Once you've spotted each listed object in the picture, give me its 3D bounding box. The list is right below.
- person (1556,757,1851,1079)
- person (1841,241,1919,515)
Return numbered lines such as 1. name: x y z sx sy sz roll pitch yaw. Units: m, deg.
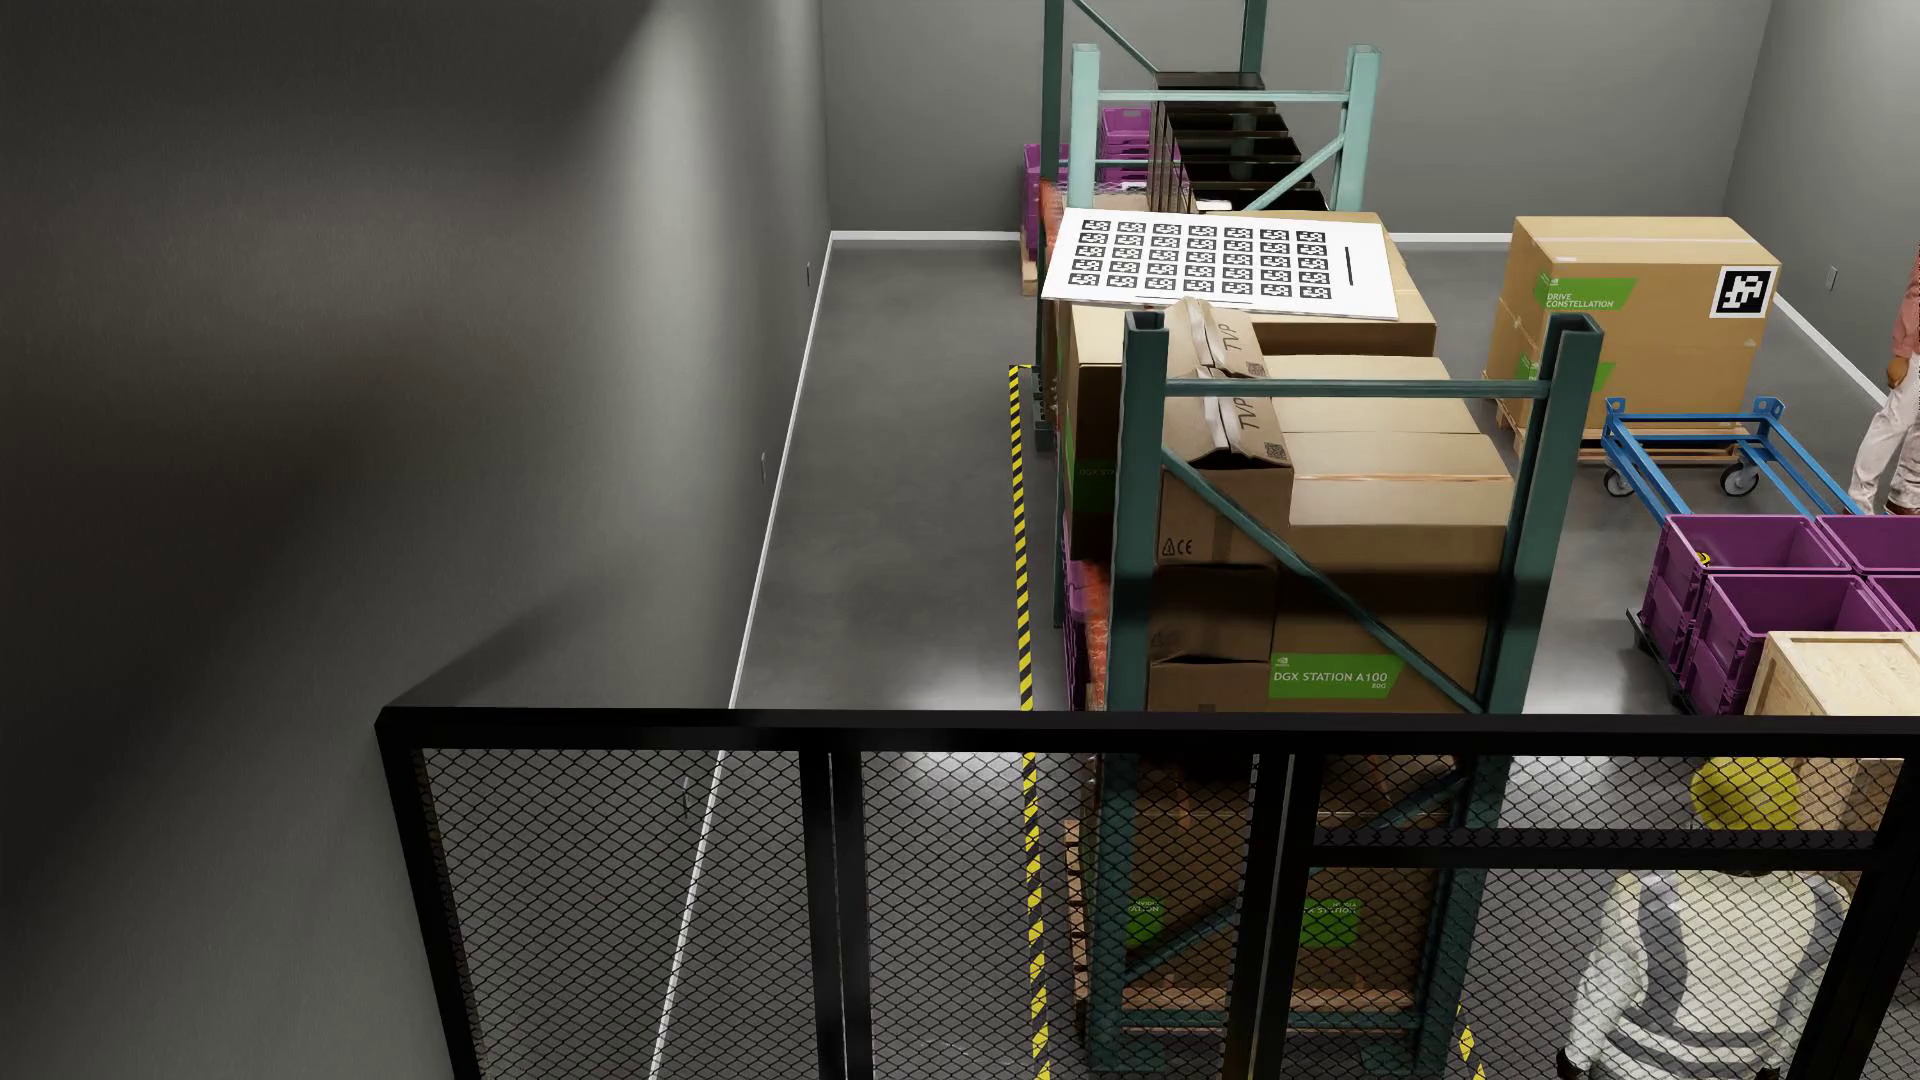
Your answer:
1. person: 1.817 1.266 4.216 0.590 1.830 0.404 0 31 0
2. person: 4.557 -0.891 7.640 0.614 1.993 0.395 -8 32 -12
